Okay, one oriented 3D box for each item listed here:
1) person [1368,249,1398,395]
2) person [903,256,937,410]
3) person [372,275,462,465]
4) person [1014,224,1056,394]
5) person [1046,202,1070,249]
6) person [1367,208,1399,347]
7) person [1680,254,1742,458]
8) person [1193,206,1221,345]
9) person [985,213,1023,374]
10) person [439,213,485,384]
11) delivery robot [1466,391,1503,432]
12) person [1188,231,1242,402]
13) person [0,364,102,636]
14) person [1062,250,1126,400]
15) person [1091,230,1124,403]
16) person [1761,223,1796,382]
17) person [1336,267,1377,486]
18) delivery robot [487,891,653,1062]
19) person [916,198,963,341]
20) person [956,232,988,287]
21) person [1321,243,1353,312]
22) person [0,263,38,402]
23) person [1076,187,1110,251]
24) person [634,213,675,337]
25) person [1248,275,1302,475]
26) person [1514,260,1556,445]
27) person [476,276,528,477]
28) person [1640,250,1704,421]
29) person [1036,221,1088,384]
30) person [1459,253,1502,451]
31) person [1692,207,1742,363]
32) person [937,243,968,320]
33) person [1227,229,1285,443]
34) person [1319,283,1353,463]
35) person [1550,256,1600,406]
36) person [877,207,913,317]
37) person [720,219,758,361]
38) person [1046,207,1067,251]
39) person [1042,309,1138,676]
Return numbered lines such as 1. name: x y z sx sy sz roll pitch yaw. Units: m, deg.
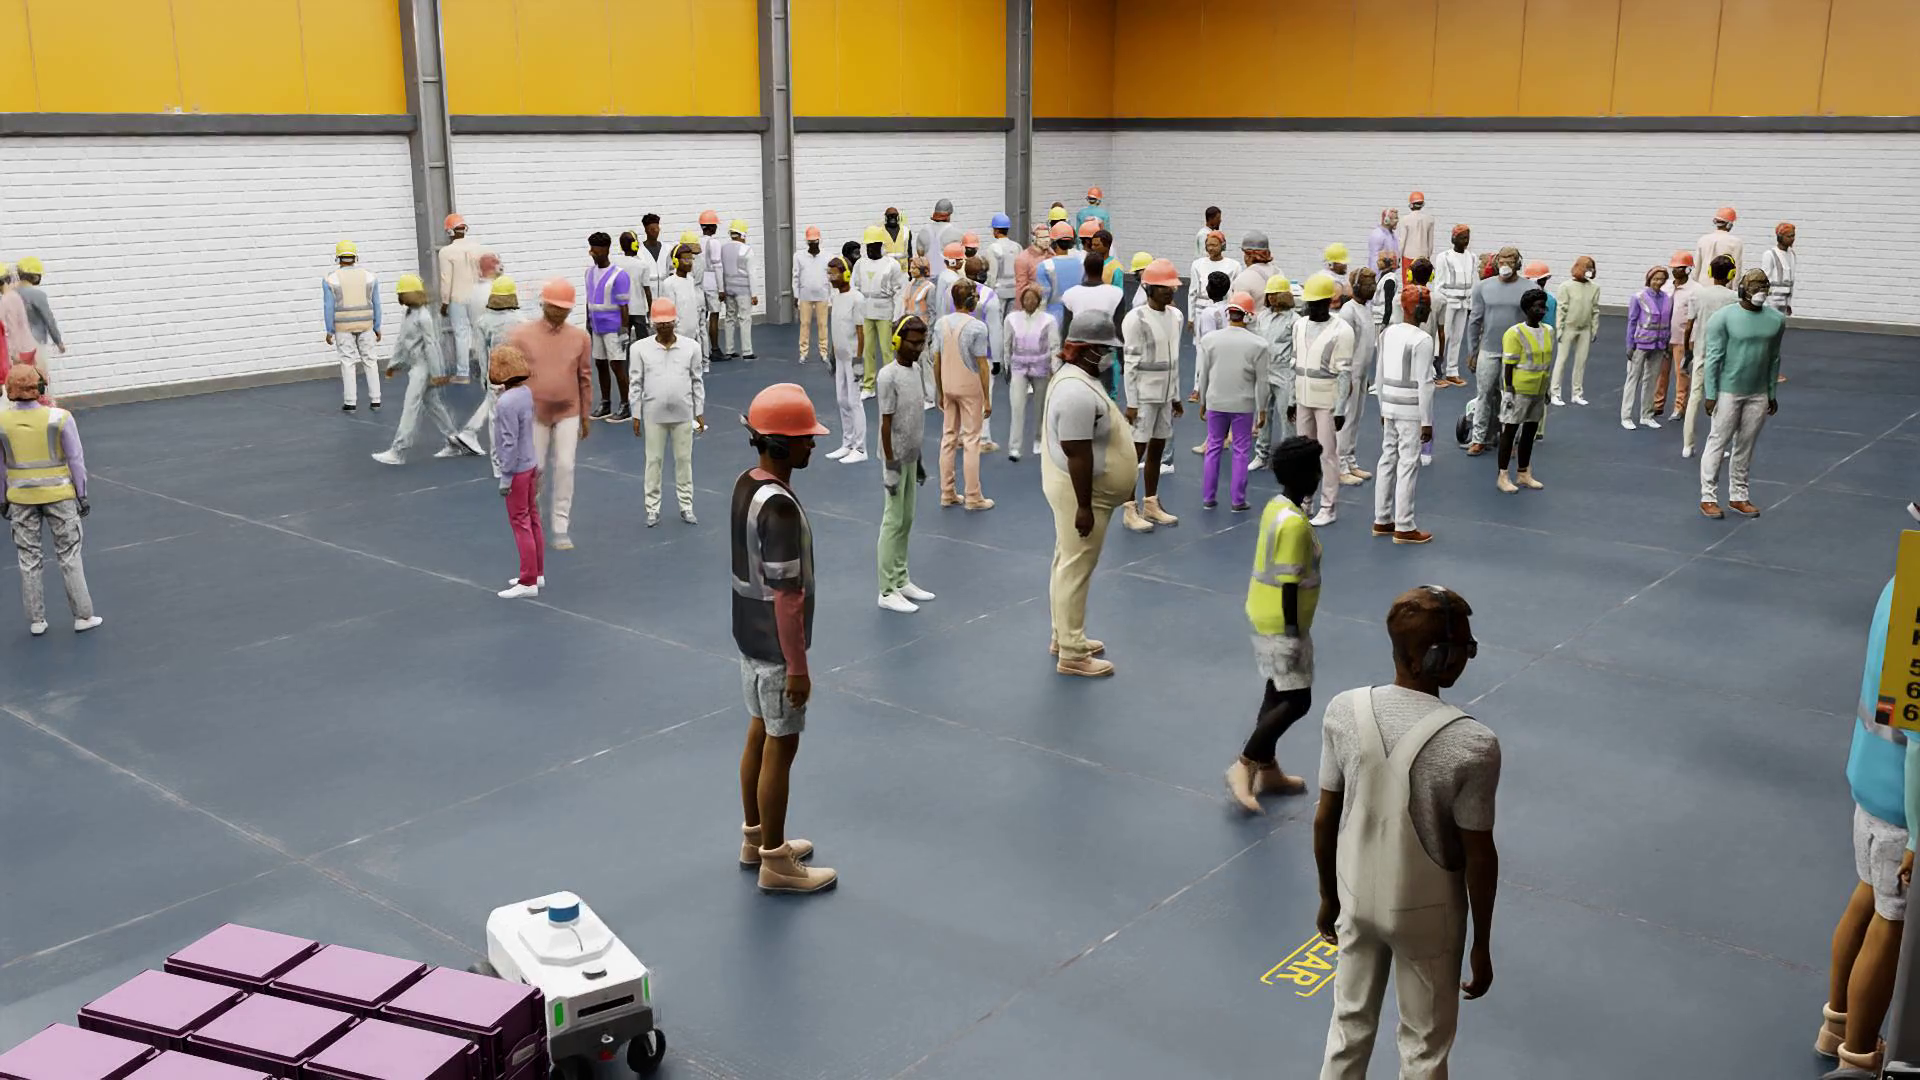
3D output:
1. person: 4.799 -2.464 18.833 0.309 1.641 0.514 1 14 5
2. person: -0.425 -2.217 17.844 0.309 1.641 0.513 -9 17 -33
3. person: -4.943 -1.541 15.036 0.876 1.694 0.498 -9 17 -33
4. person: 0.920 -2.635 18.974 0.655 1.906 0.407 -12 18 -40
5. person: 1.765 -5.292 30.140 0.525 1.637 0.307 9 17 33
6. person: 5.851 -3.625 22.977 0.402 1.895 0.663 10 17 35
7. person: 6.870 -1.668 15.187 0.533 1.869 0.311 11 18 38
8. person: 3.422 -3.661 23.080 0.396 1.911 0.588 6 15 23
9. person: 0.511 -3.026 20.451 0.390 1.946 0.614 12 18 40
10. person: -5.865 -2.846 19.642 0.387 1.993 0.611 12 18 39
11. delivery robot: 5.157 -1.278 16.103 0.477 0.478 0.707 9 16 31
12. person: 2.776 -2.434 18.215 0.583 1.882 0.338 6 15 23
13. person: -5.472 -0.233 9.919 0.514 1.640 0.310 -3 14 -14
14. person: 1.219 -1.695 15.266 0.594 1.894 0.757 5 15 19
15. person: 1.536 -2.359 17.848 0.392 1.920 0.592 -8 16 -28
16. person: 9.653 -2.797 19.666 0.586 1.882 0.343 -10 17 -34
17. person: 3.364 -1.393 14.136 0.331 1.844 0.519 8 16 30
18. delivery robot: -1.278 1.395 5.420 0.477 0.478 0.707 -9 17 -32
19. person: -0.211 -3.615 22.619 0.690 2.000 0.538 7 16 26
20. person: 0.116 -2.820 20.025 0.561 1.752 0.324 -9 17 -33
21. person: 4.020 -2.272 17.755 0.475 1.795 0.690 2 14 9
22. person: -9.065 -1.797 15.965 0.448 1.728 0.563 -5 15 -18
23. person: 2.220 -4.851 27.652 0.608 1.995 0.377 7 16 26
24. person: -3.725 -2.981 20.237 0.607 1.966 0.367 -9 16 -31
25. person: 2.743 -1.435 14.512 0.493 1.743 0.295 13 19 42
26. person: 5.452 -1.786 15.893 0.342 1.748 0.573 11 18 38
27. person: -3.907 -1.404 14.390 0.489 1.744 0.295 2 14 8
28. person: 7.383 -2.110 17.187 0.327 1.752 0.561 -9 16 -31
29. person: 1.035 -2.238 17.111 0.605 2.045 0.377 -6 15 -24
30. person: 4.960 -1.754 15.576 0.388 1.847 0.563 9 17 32
31. person: 9.618 -3.221 21.136 0.393 1.995 0.612 -10 17 -34
32. person: -0.079 -2.371 18.228 0.339 1.752 0.564 -3 14 -11
33. person: 2.779 -1.963 16.016 0.679 2.000 0.537 -14 19 -43
34. person: 3.368 -1.464 14.839 0.308 1.641 0.514 -2 14 -8
35. person: 6.714 -2.274 18.109 0.506 1.628 0.278 -3 14 -10
36. person: -0.983 -3.926 24.266 0.637 1.842 0.429 -4 14 -14
37. person: -2.857 -3.226 21.508 0.594 1.825 0.403 9 17 32
38. person: 1.332 -3.524 22.488 0.381 1.924 0.594 4 14 14
39. person: 0.725 -0.280 9.293 0.535 2.000 0.684 0 14 0
